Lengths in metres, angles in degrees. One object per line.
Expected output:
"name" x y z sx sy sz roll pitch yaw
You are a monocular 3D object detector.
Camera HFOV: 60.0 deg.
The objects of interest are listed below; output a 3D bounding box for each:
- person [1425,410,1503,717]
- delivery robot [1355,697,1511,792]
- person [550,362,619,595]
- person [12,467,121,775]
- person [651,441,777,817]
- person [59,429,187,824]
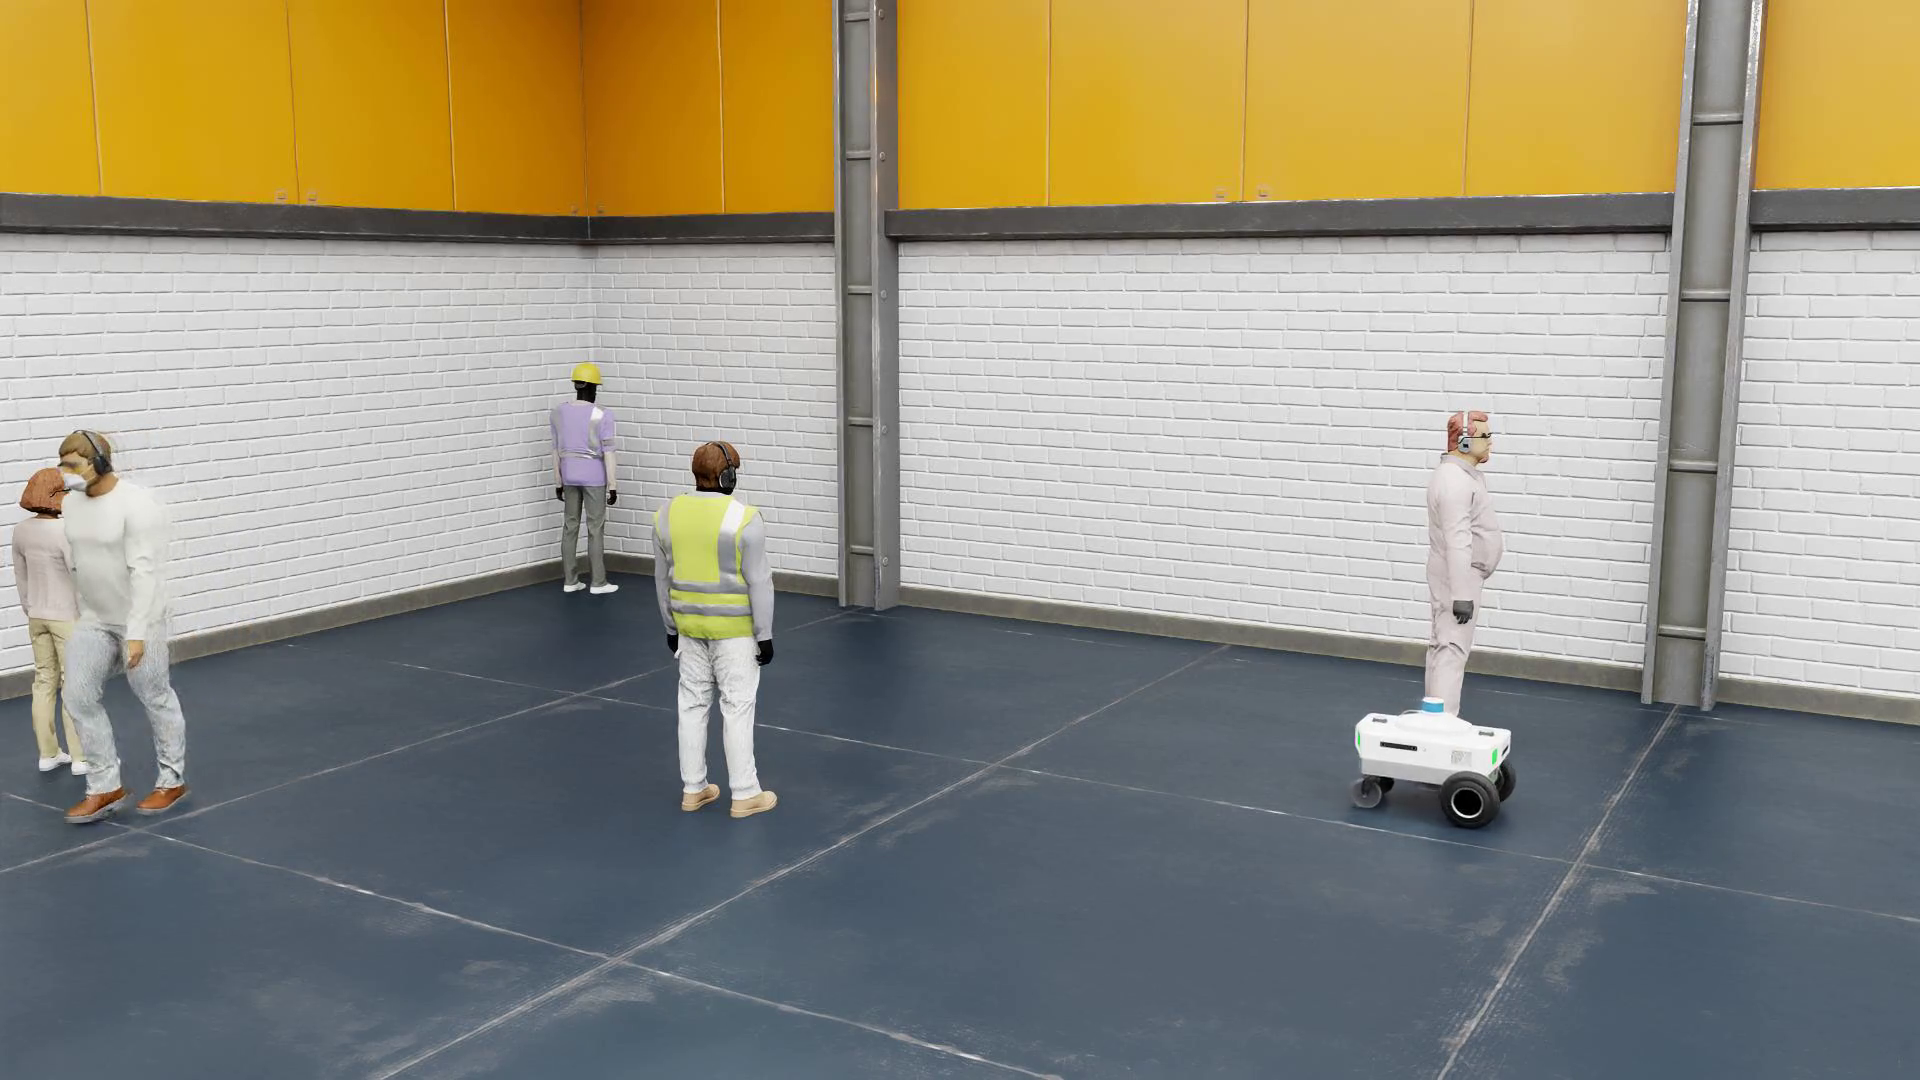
"person" 2.749 0.244 9.110 0.407 1.910 0.639 2 9 11
"delivery robot" 2.320 1.020 8.188 0.707 0.478 0.477 5 10 28
"person" -3.084 -0.502 13.740 0.585 1.919 0.391 3 10 17
"person" -4.760 0.430 8.805 0.497 1.633 0.285 4 10 22
"person" -1.174 0.434 8.133 0.633 1.842 0.429 4 10 24
"person" -4.073 0.422 7.982 0.660 1.905 0.700 3 10 20
